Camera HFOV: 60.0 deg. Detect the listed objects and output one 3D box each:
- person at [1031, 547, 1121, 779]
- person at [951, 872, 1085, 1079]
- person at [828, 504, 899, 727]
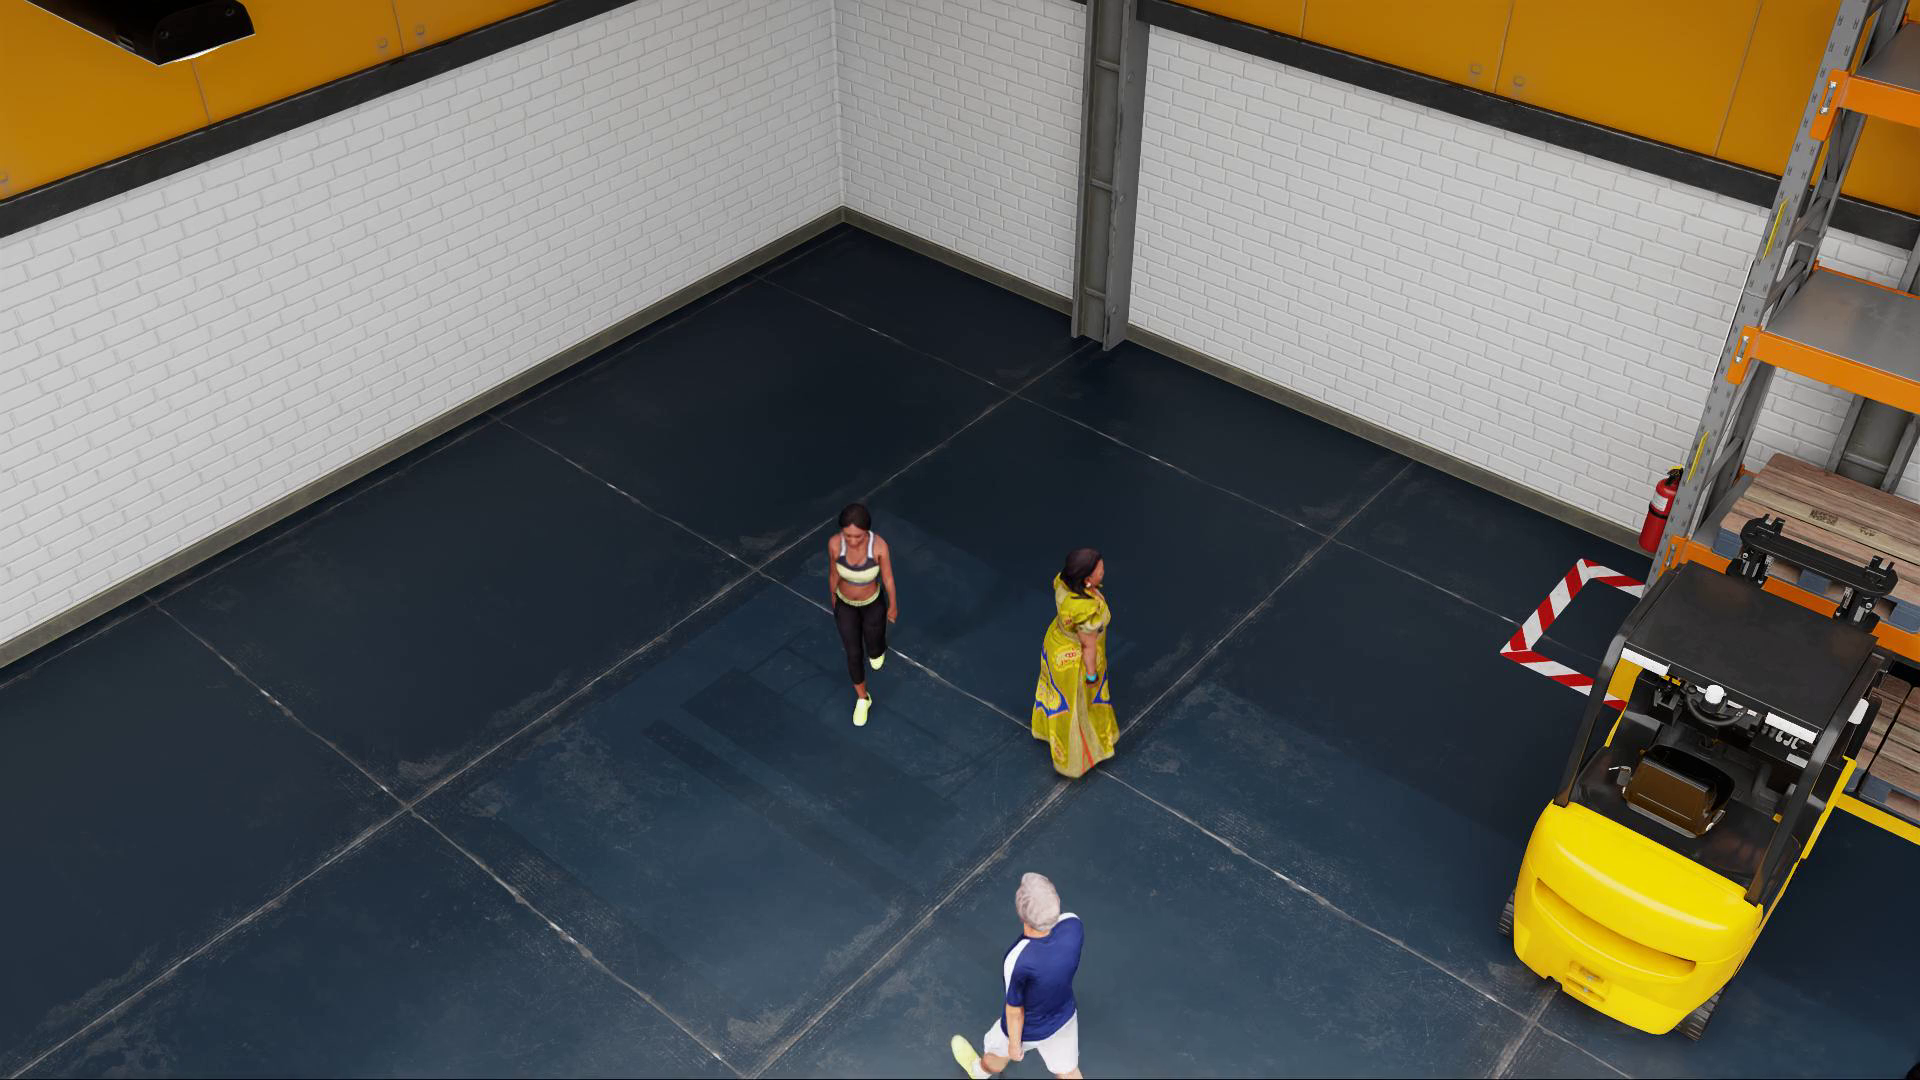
[{"bbox_3d":[0.700,0.704,10.113,1.065,1.657,0.962,-10,40,-12],"label":"person"},{"bbox_3d":[0.441,2.335,7.968,0.806,1.786,1.228,-27,46,-30],"label":"person"},{"bbox_3d":[-0.621,0.357,10.496,0.919,1.721,0.906,4,39,6],"label":"person"}]
